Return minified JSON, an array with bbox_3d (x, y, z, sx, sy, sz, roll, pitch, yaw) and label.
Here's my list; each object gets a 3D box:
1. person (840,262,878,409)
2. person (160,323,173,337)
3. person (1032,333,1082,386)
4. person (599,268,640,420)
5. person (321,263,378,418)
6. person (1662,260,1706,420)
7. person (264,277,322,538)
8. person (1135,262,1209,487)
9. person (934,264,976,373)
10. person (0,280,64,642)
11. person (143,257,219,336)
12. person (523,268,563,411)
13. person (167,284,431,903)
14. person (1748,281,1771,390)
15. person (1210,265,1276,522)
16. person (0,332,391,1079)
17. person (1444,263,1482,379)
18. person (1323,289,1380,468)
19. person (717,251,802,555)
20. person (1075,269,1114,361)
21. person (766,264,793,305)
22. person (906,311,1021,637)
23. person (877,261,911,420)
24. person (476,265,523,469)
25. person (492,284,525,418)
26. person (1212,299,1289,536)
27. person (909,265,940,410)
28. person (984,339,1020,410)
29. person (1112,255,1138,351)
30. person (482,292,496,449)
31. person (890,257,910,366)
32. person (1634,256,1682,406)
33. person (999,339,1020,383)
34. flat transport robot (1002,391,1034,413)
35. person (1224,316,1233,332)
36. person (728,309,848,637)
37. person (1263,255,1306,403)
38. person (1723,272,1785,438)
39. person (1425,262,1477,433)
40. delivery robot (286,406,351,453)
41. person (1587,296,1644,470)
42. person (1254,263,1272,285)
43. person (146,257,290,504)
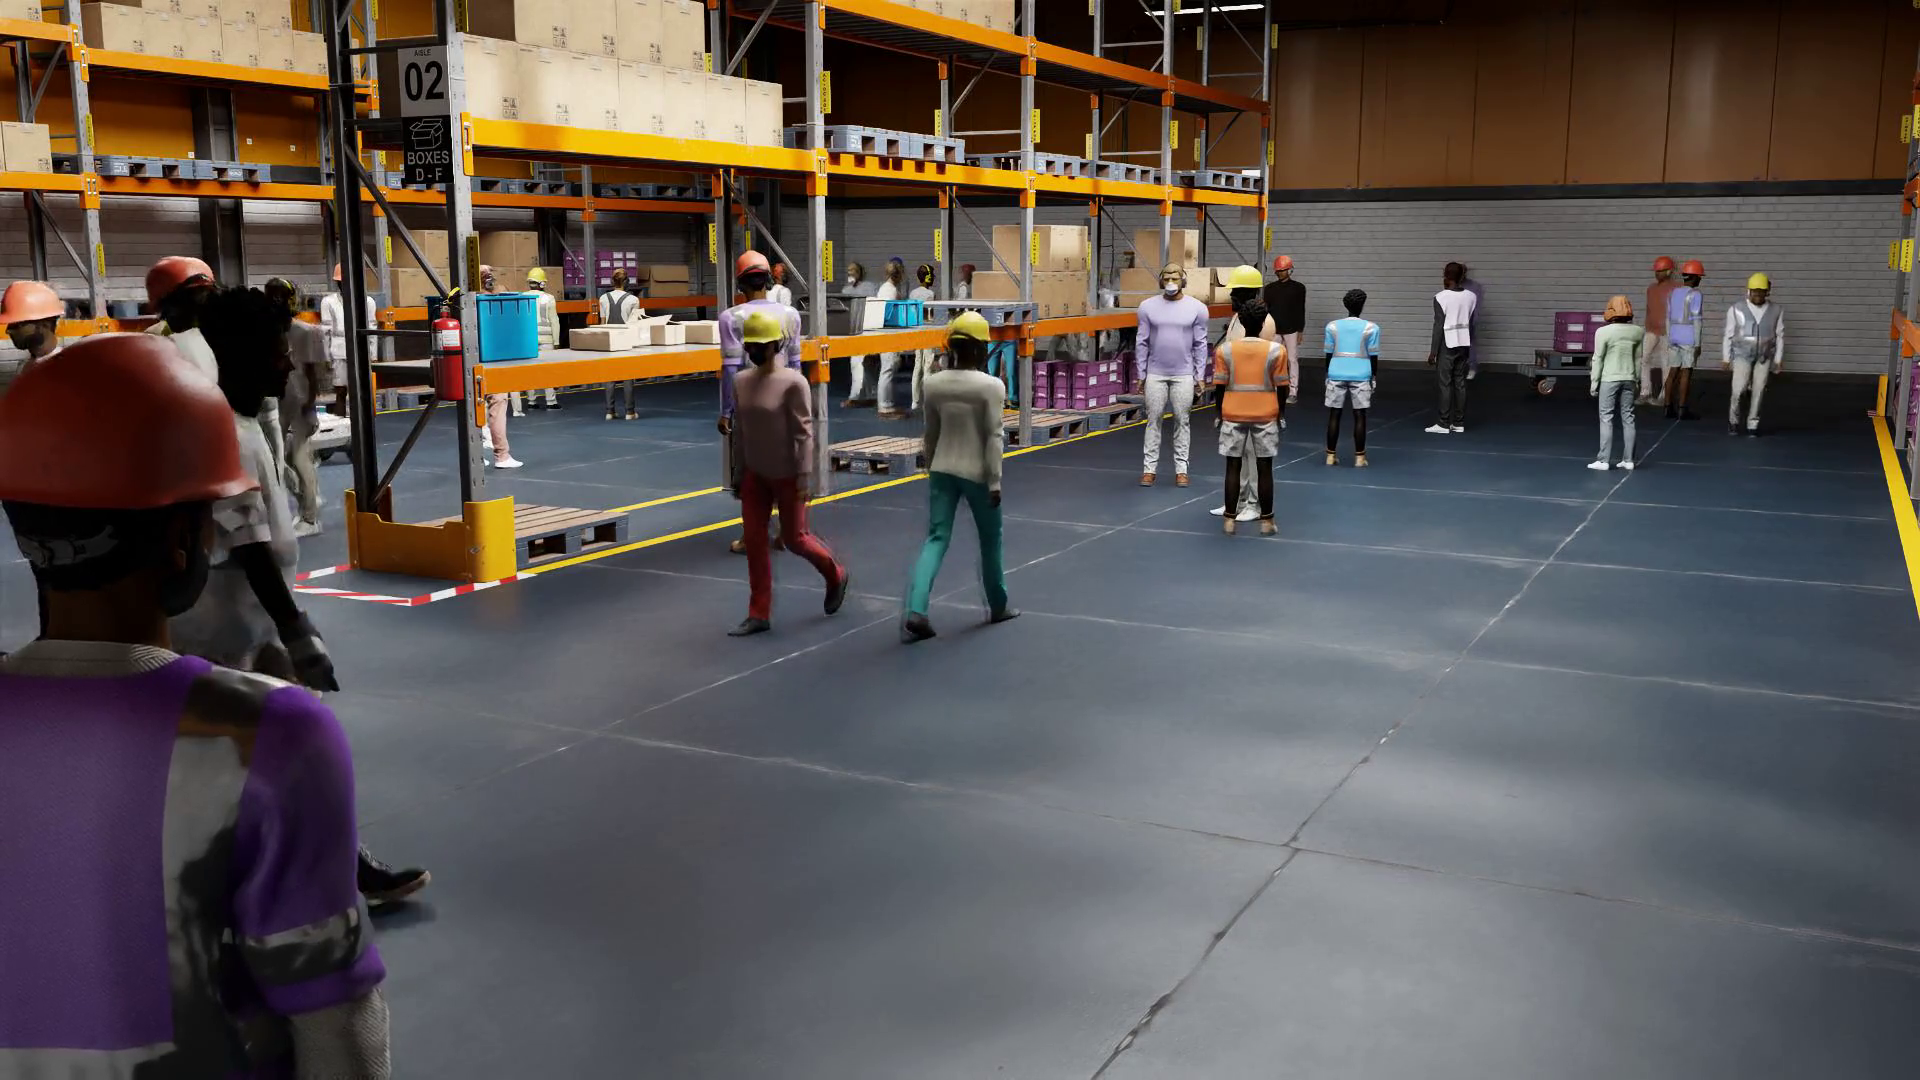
[{"bbox_3d":[-1.358,-2.652,21.624,0.801,1.899,0.673,-9,13,-41],"label":"person"},{"bbox_3d":[-3.736,-0.204,7.972,0.441,1.717,0.507,0,10,-2],"label":"person"},{"bbox_3d":[1.571,-3.244,25.145,0.960,1.880,0.599,-3,10,-18],"label":"person"},{"bbox_3d":[-4.105,-2.359,20.139,0.511,1.840,0.339,2,10,9],"label":"person"},{"bbox_3d":[-6.355,-1.931,17.357,0.549,1.934,0.374,-3,10,-18],"label":"person"},{"bbox_3d":[8.834,-2.425,20.223,0.378,1.932,0.551,-3,10,-16],"label":"person"},{"bbox_3d":[-4.742,-0.931,11.825,0.524,1.857,0.425,4,10,20],"label":"person"},{"bbox_3d":[1.822,-1.420,14.389,0.627,1.941,0.372,2,10,10],"label":"person"},{"bbox_3d":[-0.026,-3.356,25.853,0.770,1.864,0.595,0,10,2],"label":"person"},{"bbox_3d":[-4.294,-0.305,8.075,0.557,1.903,0.842,8,13,38],"label":"person"},{"bbox_3d":[-4.273,-0.581,9.373,0.611,1.995,0.375,2,10,9],"label":"person"},{"bbox_3d":[-5.378,-2.558,21.283,0.591,1.833,0.403,2,10,14],"label":"person"},{"bbox_3d":[-1.992,0.232,4.860,0.904,1.923,0.616,-2,10,-13],"label":"person"},{"bbox_3d":[11.797,-3.031,24.600,0.281,1.631,0.504,1,10,5],"label":"person"},{"bbox_3d":[2.155,-1.101,12.577,0.373,1.928,0.584,-3,10,-18],"label":"person"},{"bbox_3d":[-0.903,0.738,1.904,0.552,1.935,0.367,0,10,3],"label":"person"},{"bbox_3d":[7.970,-3.460,26.435,0.640,1.866,0.998,7,12,37],"label":"person"},{"bbox_3d":[3.688,-1.523,15.715,0.533,1.690,0.323,4,11,24],"label":"person"},{"bbox_3d":[-1.355,-0.910,11.169,0.605,2.034,0.392,-7,12,-35],"label":"person"},{"bbox_3d":[2.020,-3.224,25.198,0.623,1.814,0.529,-2,10,-9],"label":"person"},{"bbox_3d":[-2.412,-2.730,22.211,0.492,1.881,0.635,-7,12,-34],"label":"person"},{"bbox_3d":[-0.006,-0.350,8.846,0.532,1.725,0.900,6,11,31],"label":"person"},{"bbox_3d":[-0.804,-2.416,20.221,0.494,1.926,0.645,-2,10,-10],"label":"person"},{"bbox_3d":[-4.445,-1.620,15.636,0.637,1.911,0.403,4,11,21],"label":"person"},{"bbox_3d":[-5.600,-2.309,20.402,0.523,1.638,0.311,-1,10,-3],"label":"person"},{"bbox_3d":[2.078,-0.870,11.908,0.540,1.695,0.317,2,10,14],"label":"person"},{"bbox_3d":[-0.445,-2.609,21.474,0.316,1.870,0.531,-8,13,-40],"label":"person"},{"bbox_3d":[0.518,-2.403,20.381,0.561,1.836,0.379,2,10,11],"label":"person"},{"bbox_3d":[2.752,-3.584,26.626,0.708,2.000,0.704,5,11,29],"label":"person"},{"bbox_3d":[-4.892,-1.769,17.289,0.281,1.634,0.498,-1,10,-5],"label":"person"},{"bbox_3d":[-1.119,-4.100,29.875,0.401,1.949,0.605,5,11,27],"label":"person"},{"bbox_3d":[9.201,-2.746,21.952,0.649,1.971,0.643,-5,11,-24],"label":"person"},{"bbox_3d":[0.676,-2.718,22.097,0.656,1.869,0.856,8,12,37],"label":"person"},{"bbox_3d":[0.786,-1.748,21.115,0.652,0.197,1.431,5,11,26],"label":"flat transport robot"},{"bbox_3d":[4.551,-3.477,26.767,1.011,1.784,0.619,-5,11,-27],"label":"person"},{"bbox_3d":[-0.939,-0.373,8.934,0.525,1.736,0.726,7,12,35],"label":"person"},{"bbox_3d":[4.346,-2.830,22.424,0.609,1.986,0.402,6,11,30],"label":"person"},{"bbox_3d":[8.679,-2.010,18.182,0.596,1.816,0.429,2,10,14],"label":"person"},{"bbox_3d":[5.529,-2.156,18.709,0.593,1.920,0.391,-6,11,-30],"label":"person"},{"bbox_3d":[-6.100,-1.035,15.891,0.477,0.478,0.707,4,10,20],"label":"delivery robot"},{"bbox_3d":[6.135,-1.462,15.553,0.498,1.626,0.289,-2,10,-11],"label":"person"},{"bbox_3d":[5.049,-3.729,27.983,0.310,1.861,0.534,-8,12,-38],"label":"person"},{"bbox_3d":[-3.254,-0.218,7.247,0.559,1.998,0.758,7,12,37],"label":"person"}]
